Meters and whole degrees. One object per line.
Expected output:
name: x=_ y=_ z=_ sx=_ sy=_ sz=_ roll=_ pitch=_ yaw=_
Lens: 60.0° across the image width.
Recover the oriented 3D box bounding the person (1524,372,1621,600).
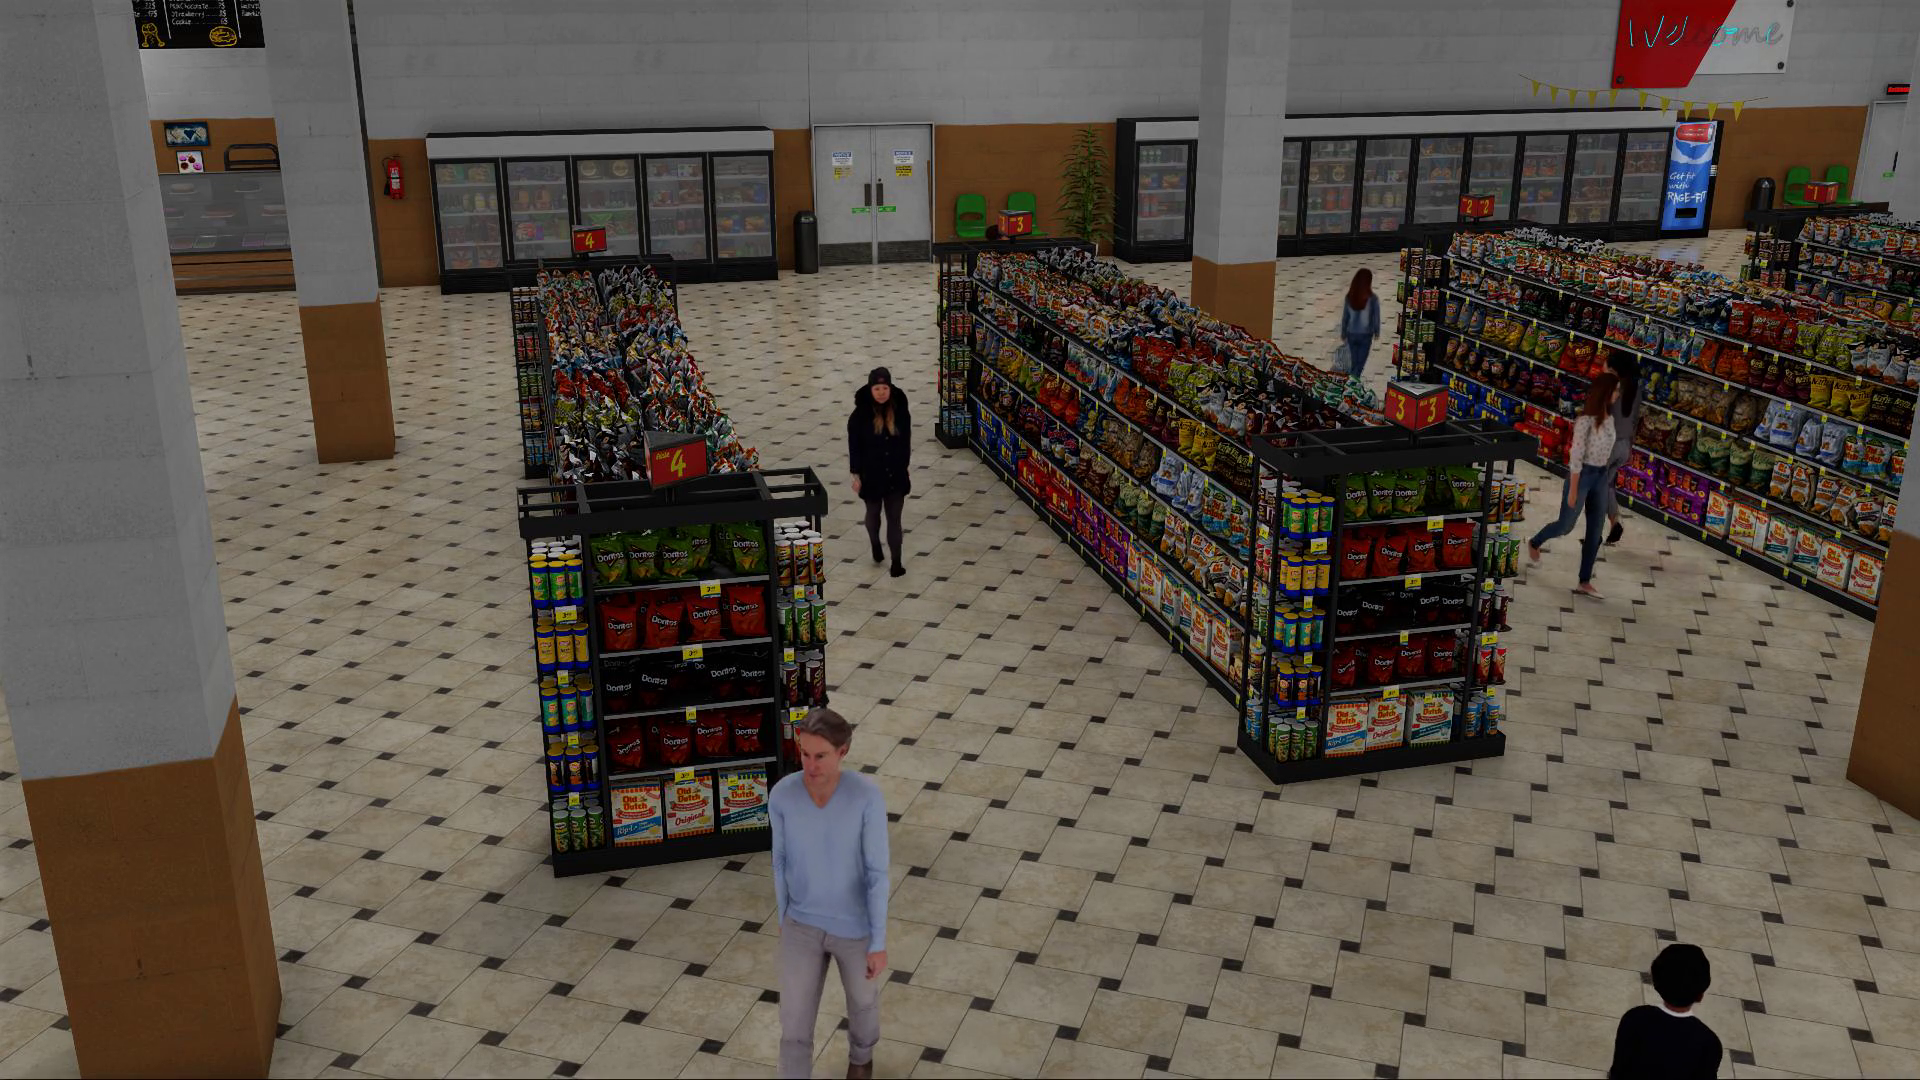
person: x=4.704 y=-0.438 z=12.715 sx=0.755 sy=1.696 sz=1.110 roll=-9 pitch=21 yaw=-25

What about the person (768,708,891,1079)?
person: x=-0.482 y=1.518 z=6.684 sx=0.951 sy=1.844 sz=1.279 roll=2 pitch=19 yaw=6

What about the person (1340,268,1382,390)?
person: x=4.433 y=-2.262 z=18.509 sx=0.997 sy=1.451 sz=1.014 roll=13 pitch=22 yaw=33

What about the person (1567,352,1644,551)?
person: x=5.297 y=-0.678 z=13.483 sx=0.690 sy=1.661 sz=0.716 roll=-7 pitch=20 yaw=-19

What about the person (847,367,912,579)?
person: x=-0.645 y=-0.542 z=13.139 sx=0.667 sy=1.623 sz=1.038 roll=-5 pitch=19 yaw=-13

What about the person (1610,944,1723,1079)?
person: x=2.552 y=2.064 z=6.076 sx=0.801 sy=1.197 sz=0.892 roll=9 pitch=21 yaw=24
